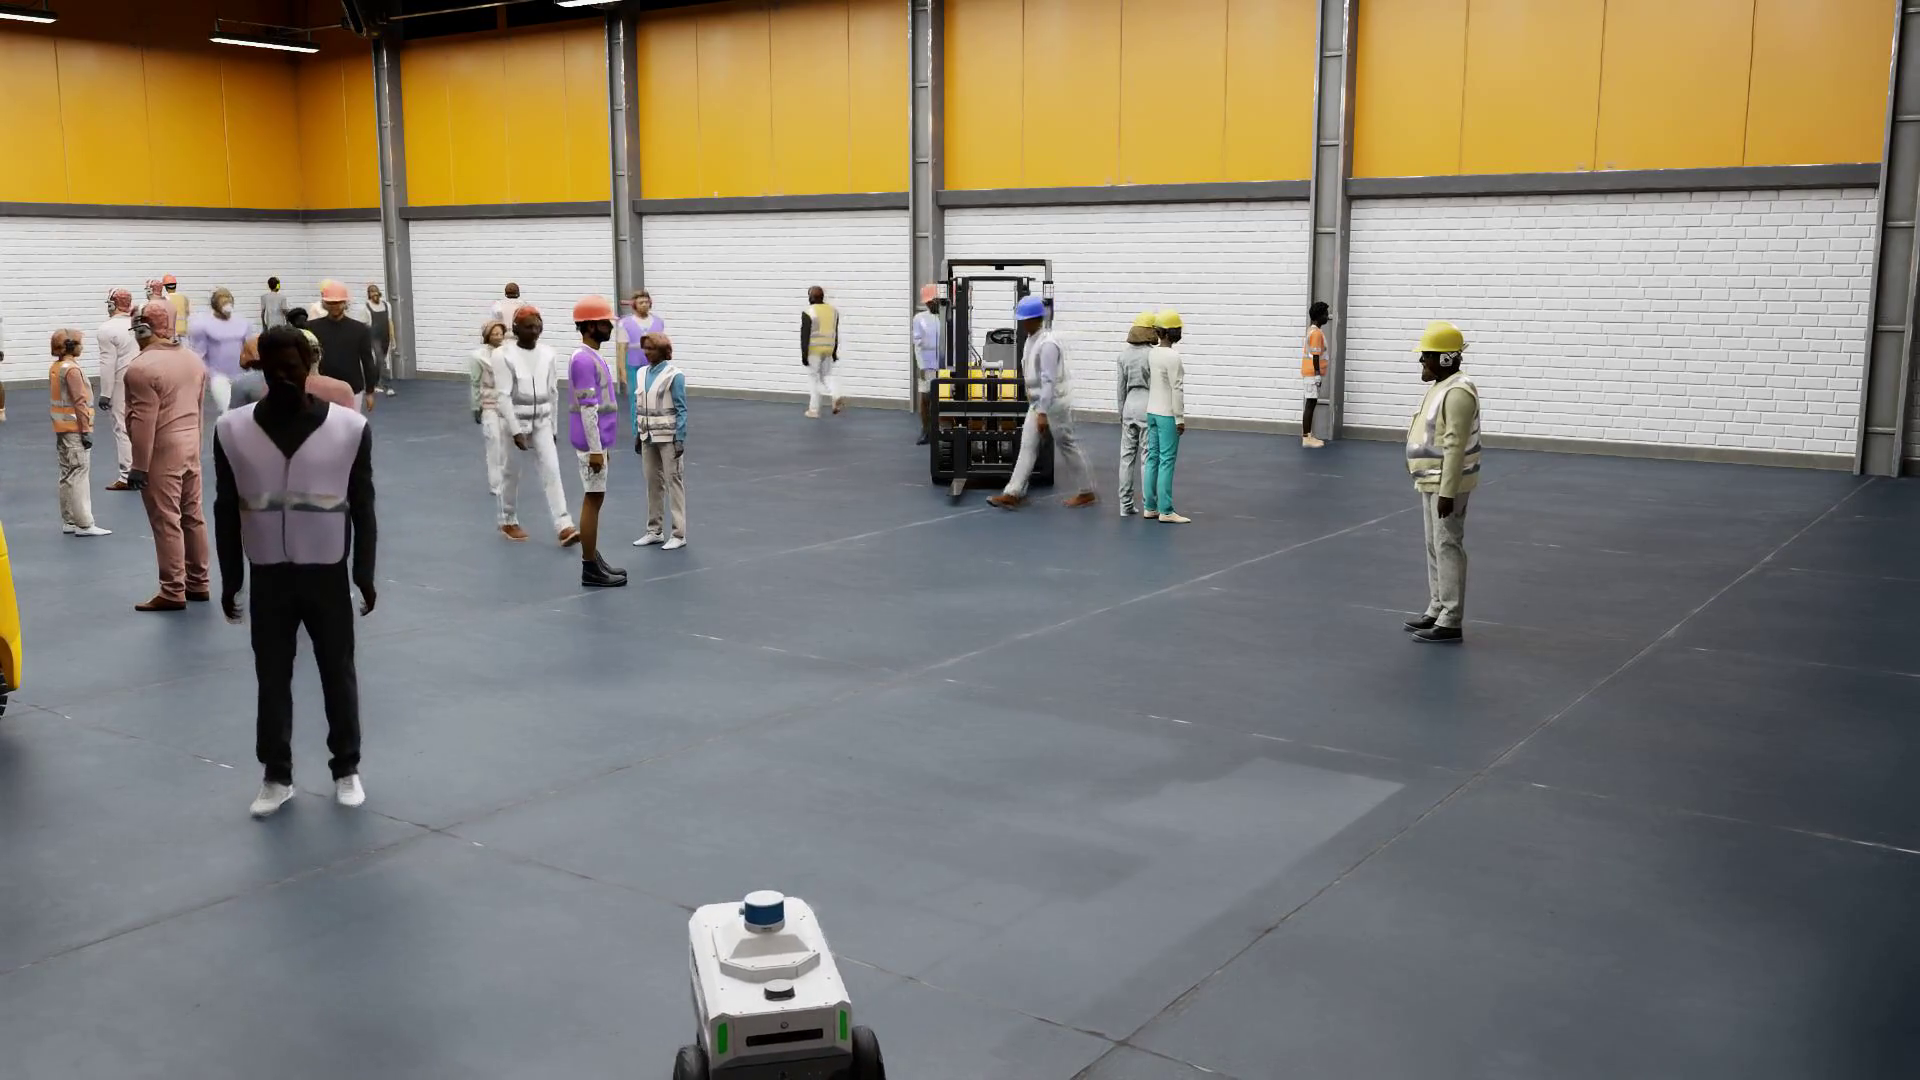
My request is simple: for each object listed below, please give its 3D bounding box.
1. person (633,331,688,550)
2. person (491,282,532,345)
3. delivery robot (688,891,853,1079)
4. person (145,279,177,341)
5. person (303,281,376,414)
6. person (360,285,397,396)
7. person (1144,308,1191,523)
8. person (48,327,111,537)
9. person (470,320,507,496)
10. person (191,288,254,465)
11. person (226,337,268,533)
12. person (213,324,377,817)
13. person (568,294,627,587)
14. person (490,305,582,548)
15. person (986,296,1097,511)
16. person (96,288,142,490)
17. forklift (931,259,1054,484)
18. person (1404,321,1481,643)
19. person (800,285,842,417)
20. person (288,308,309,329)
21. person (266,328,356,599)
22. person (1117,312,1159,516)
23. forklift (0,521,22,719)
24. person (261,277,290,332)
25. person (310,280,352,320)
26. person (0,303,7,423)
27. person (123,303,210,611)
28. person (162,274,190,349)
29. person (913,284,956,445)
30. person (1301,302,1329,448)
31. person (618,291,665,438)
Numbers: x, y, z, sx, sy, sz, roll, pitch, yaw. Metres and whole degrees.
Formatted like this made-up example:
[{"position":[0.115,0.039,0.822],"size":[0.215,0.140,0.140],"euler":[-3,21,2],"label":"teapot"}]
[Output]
[{"position":[-2.253,-0.745,12.501],"size":[0.525,1.637,0.307],"euler":[7,12,37],"label":"person"},{"position":[-6.612,-2.892,24.682],"size":[0.636,1.840,0.429],"euler":[-2,10,-12],"label":"person"},{"position":[-0.495,1.137,4.231],"size":[0.477,0.478,0.707],"euler":[-2,10,-14],"label":"delivery robot"},{"position":[-11.137,-2.659,23.101],"size":[0.407,1.906,0.655],"euler":[1,10,4],"label":"person"},{"position":[-5.666,-1.364,15.166],"size":[0.651,1.975,0.548],"euler":[-2,10,-12],"label":"person"},{"position":[-9.427,-3.224,26.841],"size":[0.953,1.786,0.516],"euler":[8,13,41],"label":"person"},{"position":[1.713,-1.024,13.770],"size":[0.309,1.772,0.525],"euler":[-4,10,-20],"label":"person"},{"position":[-6.964,-0.844,13.077],"size":[0.510,1.642,0.308],"euler":[9,13,43],"label":"person"},{"position":[-4.289,-1.223,15.369],"size":[0.422,1.621,0.536],"euler":[8,12,40],"label":"person"},{"position":[-7.572,-1.667,17.278],"size":[1.059,1.872,0.649],"euler":[7,12,36],"label":"person"},{"position":[-5.346,-0.757,12.744],"size":[0.892,1.574,0.502],"euler":[5,11,27],"label":"person"},{"position":[-2.603,0.114,6.548],"size":[0.594,1.919,0.378],"euler":[-2,10,-14],"label":"person"},{"position":[-2.420,-0.660,11.089],"size":[0.350,1.942,0.545],"euler":[-2,10,-10],"label":"person"},{"position":[-3.245,-0.854,12.570],"size":[0.580,1.826,1.023],"euler":[-8,13,-40],"label":"person"},{"position":[0.733,-1.166,14.332],"size":[1.048,1.866,0.626],"euler":[-4,10,-21],"label":"person"},{"position":[-7.897,-1.424,15.742],"size":[0.409,1.907,0.650],"euler":[3,10,16],"label":"person"},{"position":[0.370,-1.738,16.759],"size":[1.214,2.155,2.313],"euler":[1,10,3],"label":"forklift"},{"position":[2.741,-0.329,9.481],"size":[0.403,1.825,0.592],"euler":[1,10,4],"label":"person"},{"position":[-1.925,-2.589,22.907],"size":[0.645,1.830,0.532],"euler":[-9,13,-43],"label":"person"},{"position":[-7.252,-1.736,18.368],"size":[0.857,1.652,0.540],"euler":[7,12,37],"label":"person"},{"position":[-4.031,-0.452,10.432],"size":[0.612,1.735,0.378],"euler":[-2,10,-10],"label":"person"},{"position":[1.550,-1.052,14.036],"size":[0.484,1.735,0.309],"euler":[9,13,41],"label":"person"},{"position":[-5.296,-0.090,6.943],"size":[1.214,2.155,2.313],"euler":[7,12,35],"label":"forklift"},{"position":[-12.699,-3.945,30.884],"size":[0.534,1.864,0.310],"euler":[0,10,2],"label":"person"},{"position":[-8.977,-2.772,23.850],"size":[0.610,1.882,0.976],"euler":[-6,11,-33],"label":"person"},{"position":[-13.024,-2.551,22.083],"size":[0.407,2.031,0.609],"euler":[7,12,36],"label":"person"},{"position":[-4.948,-0.511,10.328],"size":[0.409,1.903,0.638],"euler":[1,10,8],"label":"person"},{"position":[-13.284,-3.516,28.131],"size":[0.375,1.930,0.542],"euler":[5,11,29],"label":"person"},{"position":[-0.192,-2.035,19.499],"size":[0.726,1.913,0.359],"euler":[-1,10,-4],"label":"person"},{"position":[4.123,-1.918,19.331],"size":[0.320,1.694,0.531],"euler":[2,10,12],"label":"person"},{"position":[-3.649,-1.968,19.279],"size":[0.582,1.795,0.945],"euler":[-5,11,-27],"label":"person"}]
